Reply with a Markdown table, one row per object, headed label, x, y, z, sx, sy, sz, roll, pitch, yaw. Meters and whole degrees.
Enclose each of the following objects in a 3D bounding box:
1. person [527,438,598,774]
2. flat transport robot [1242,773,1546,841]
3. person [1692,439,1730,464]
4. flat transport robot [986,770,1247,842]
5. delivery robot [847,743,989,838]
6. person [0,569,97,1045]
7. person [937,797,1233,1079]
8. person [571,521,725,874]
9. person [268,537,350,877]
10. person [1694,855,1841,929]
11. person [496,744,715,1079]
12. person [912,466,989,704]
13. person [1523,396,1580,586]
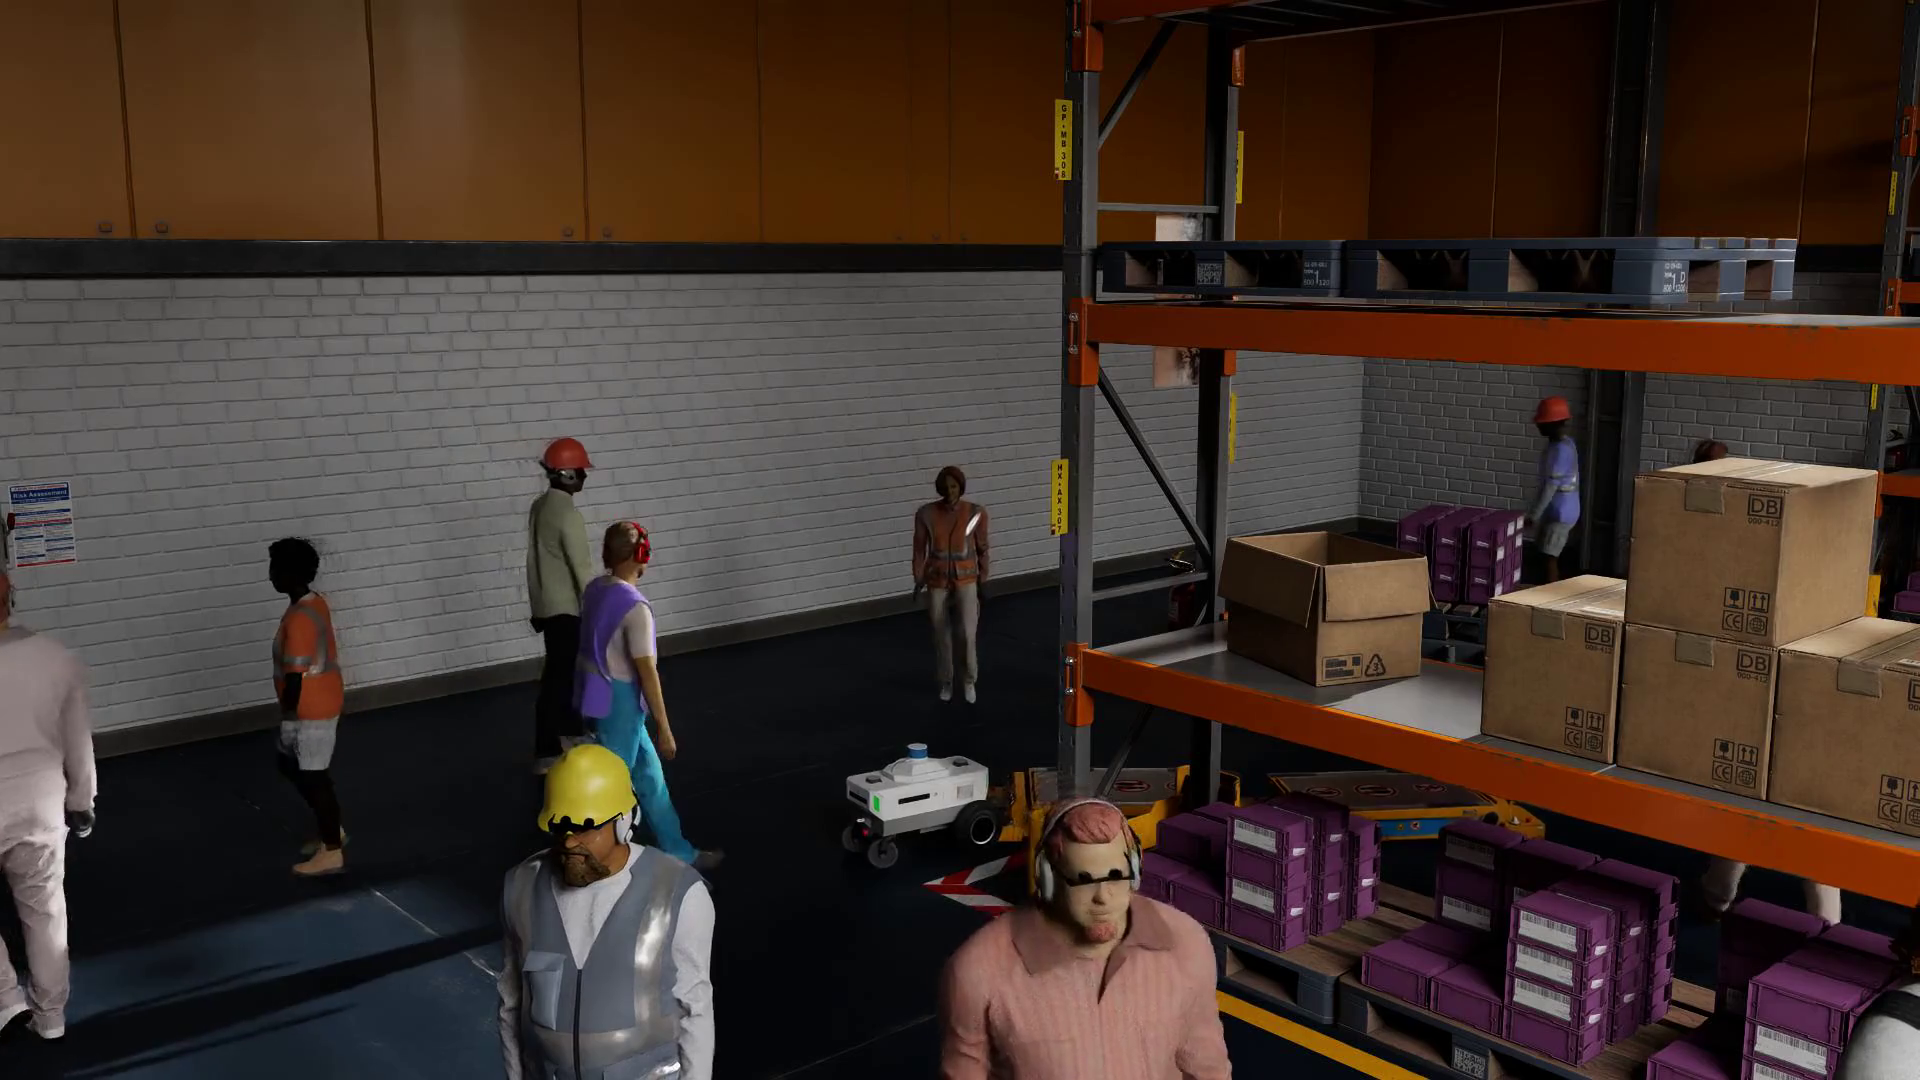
| label | x | y | z | sx | sy | sz | roll | pitch | yaw |
| --- | --- | --- | --- | --- | --- | --- | --- | --- | --- |
| person | -2.279 | 0.390 | 9.800 | 0.646 | 1.972 | 0.640 | -5 | 11 | -27 |
| flat transport robot | 2.274 | 1.409 | 8.804 | 1.431 | 0.197 | 0.652 | -1 | 10 | -6 |
| person | 5.791 | -0.023 | 13.266 | 0.628 | 1.608 | 0.520 | 9 | 13 | 42 |
| flat transport robot | 0.823 | 1.401 | 8.849 | 1.431 | 0.197 | 0.652 | 0 | 10 | 1 |
| delivery robot | -0.215 | 1.279 | 8.461 | 0.707 | 0.478 | 0.477 | -6 | 11 | -32 |
| person | -3.644 | 1.022 | 6.323 | 0.434 | 1.892 | 0.675 | 9 | 13 | 41 |
| person | 0.319 | 1.492 | 3.628 | 0.650 | 1.878 | 0.821 | -4 | 10 | -20 |
| person | -1.474 | 0.813 | 7.815 | 0.904 | 1.793 | 0.624 | -5 | 11 | -28 |
| person | -3.200 | 0.822 | 8.118 | 0.378 | 1.686 | 0.540 | -3 | 10 | -16 |
| person | 3.525 | 0.878 | 7.129 | 0.681 | 1.920 | 1.055 | 0 | 10 | -2 |
| person | -0.921 | 1.404 | 4.313 | 0.585 | 1.824 | 0.405 | 2 | 10 | 9 |
| person | -0.066 | 0.313 | 11.271 | 0.513 | 1.623 | 0.502 | 1 | 10 | 5 |
| person | 4.778 | -0.213 | 13.493 | 0.444 | 1.917 | 0.538 | 1 | 10 | 7 |
